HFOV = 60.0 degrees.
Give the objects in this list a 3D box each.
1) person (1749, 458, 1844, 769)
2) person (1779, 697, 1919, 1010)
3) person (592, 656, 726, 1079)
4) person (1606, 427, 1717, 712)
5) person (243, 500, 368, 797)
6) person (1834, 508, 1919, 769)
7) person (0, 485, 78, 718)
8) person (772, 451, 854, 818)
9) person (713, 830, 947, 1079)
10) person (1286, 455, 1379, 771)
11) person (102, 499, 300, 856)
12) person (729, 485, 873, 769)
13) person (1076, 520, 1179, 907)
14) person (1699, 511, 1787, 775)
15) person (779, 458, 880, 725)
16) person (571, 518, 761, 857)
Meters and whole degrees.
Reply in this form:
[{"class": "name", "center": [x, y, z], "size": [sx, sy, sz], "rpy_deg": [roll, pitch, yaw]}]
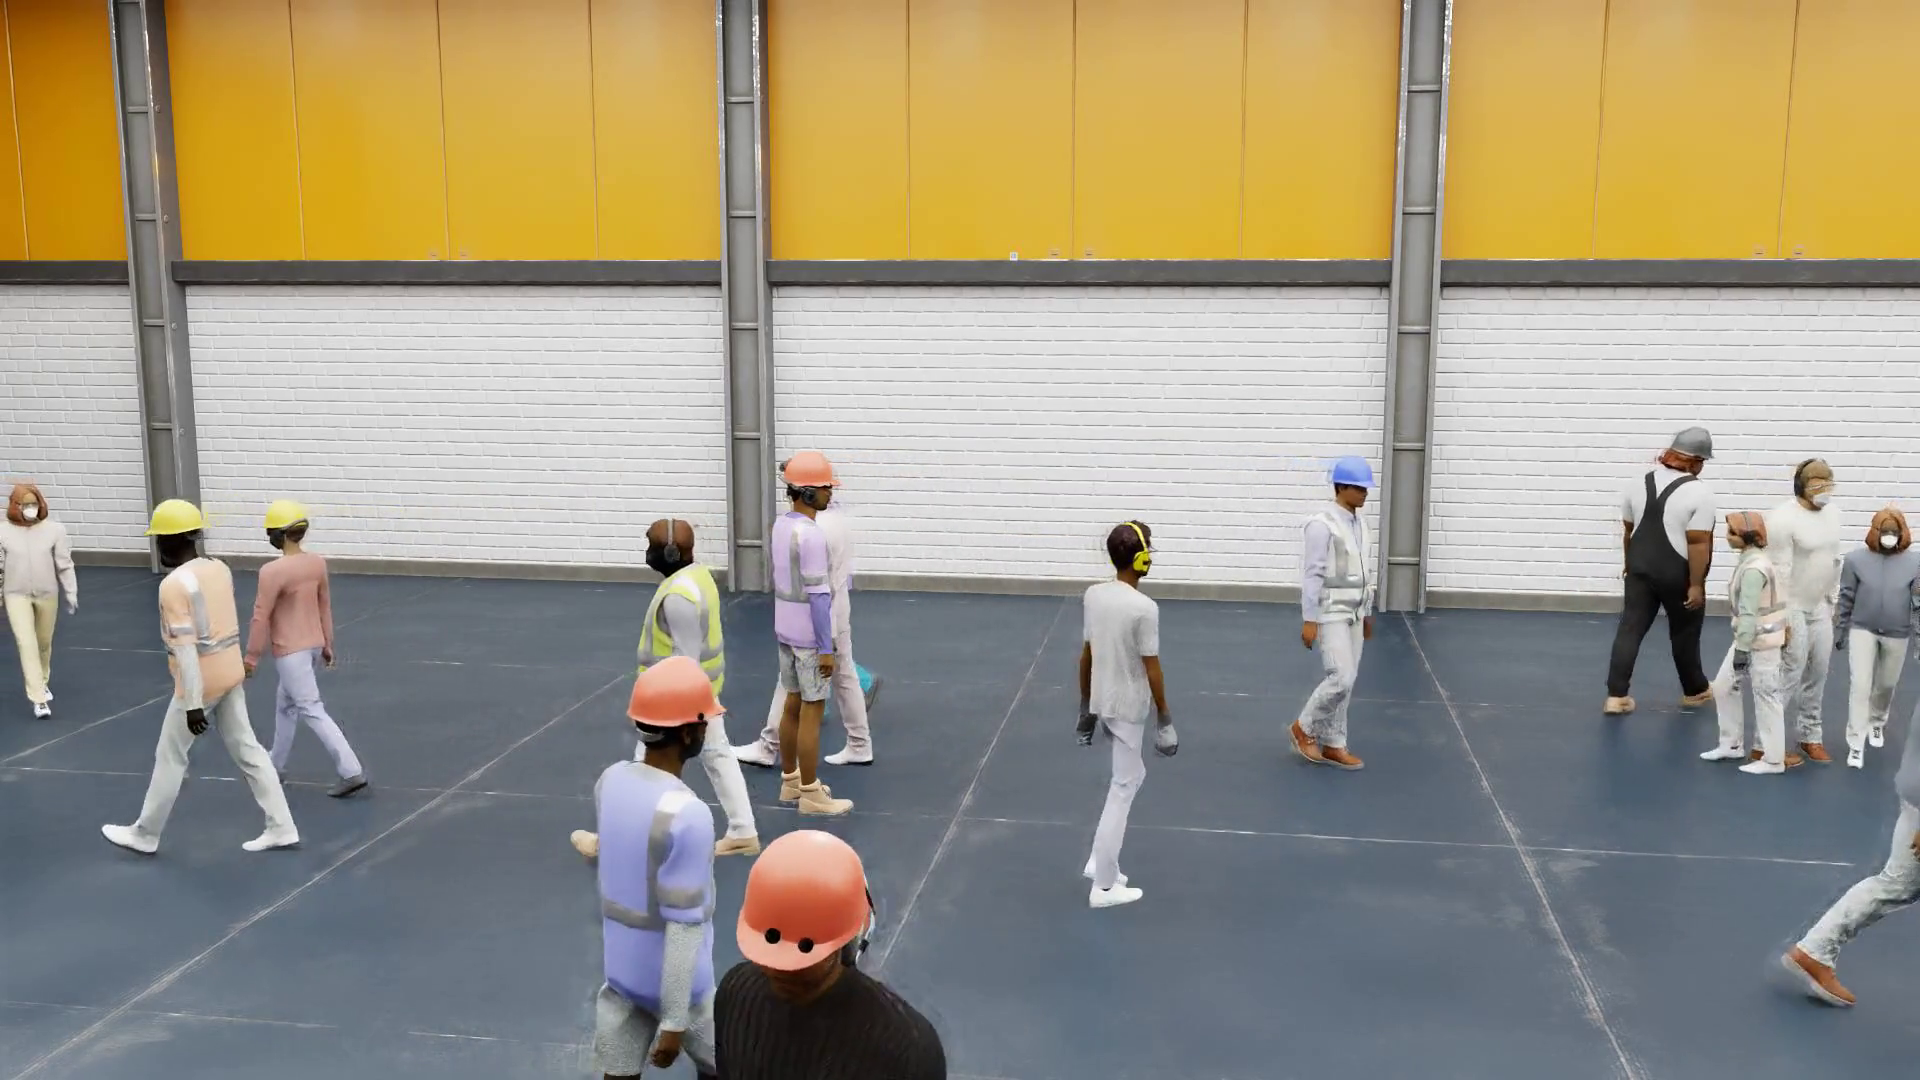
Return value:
[{"class": "person", "center": [5.126, 0.440, 10.162], "size": [0.665, 1.920, 0.393], "rpy_deg": [-5, 11, -29]}, {"class": "person", "center": [3.839, 1.029, 6.649], "size": [0.916, 1.897, 0.640], "rpy_deg": [5, 10, 26]}, {"class": "person", "center": [-0.950, 1.293, 4.983], "size": [0.547, 1.905, 0.936], "rpy_deg": [8, 12, 41]}, {"class": "person", "center": [4.863, 0.179, 11.394], "size": [1.008, 2.000, 0.807], "rpy_deg": [-5, 10, -27]}, {"class": "person", "center": [-3.816, 0.625, 9.609], "size": [0.894, 1.724, 0.531], "rpy_deg": [2, 9, 12]}, {"class": "person", "center": [5.732, 0.569, 10.356], "size": [0.511, 1.595, 0.820], "rpy_deg": [4, 10, 25]}, {"class": "person", "center": [-6.383, 0.397, 11.466], "size": [0.505, 1.580, 0.887], "rpy_deg": [-8, 12, -41]}, {"class": "person", "center": [-0.835, 0.522, 9.274], "size": [0.378, 2.044, 0.607], "rpy_deg": [-5, 10, -27]}, {"class": "person", "center": [-0.302, 1.520, 3.372], "size": [0.617, 1.964, 0.435], "rpy_deg": [6, 11, 33]}, {"class": "person", "center": [2.306, 0.448, 10.057], "size": [0.427, 1.932, 0.640], "rpy_deg": [9, 13, 43]}, {"class": "person", "center": [-3.926, 0.721, 8.570], "size": [0.992, 1.871, 0.617], "rpy_deg": [1, 9, 6]}, {"class": "person", "center": [-0.964, 0.479, 10.066], "size": [0.933, 1.860, 0.676], "rpy_deg": [1, 9, 4]}, {"class": "person", "center": [0.793, 0.832, 7.919], "size": [0.487, 1.858, 0.501], "rpy_deg": [-5, 11, -29]}, {"class": "person", "center": [4.729, 0.619, 9.987], "size": [0.562, 1.603, 0.513], "rpy_deg": [3, 10, 17]}, {"class": "person", "center": [-0.897, 0.350, 11.049], "size": [0.588, 1.813, 0.622], "rpy_deg": [-5, 11, -30]}, {"class": "person", "center": [-1.484, 0.772, 8.505], "size": [0.966, 1.791, 0.630], "rpy_deg": [1, 9, 4]}]
